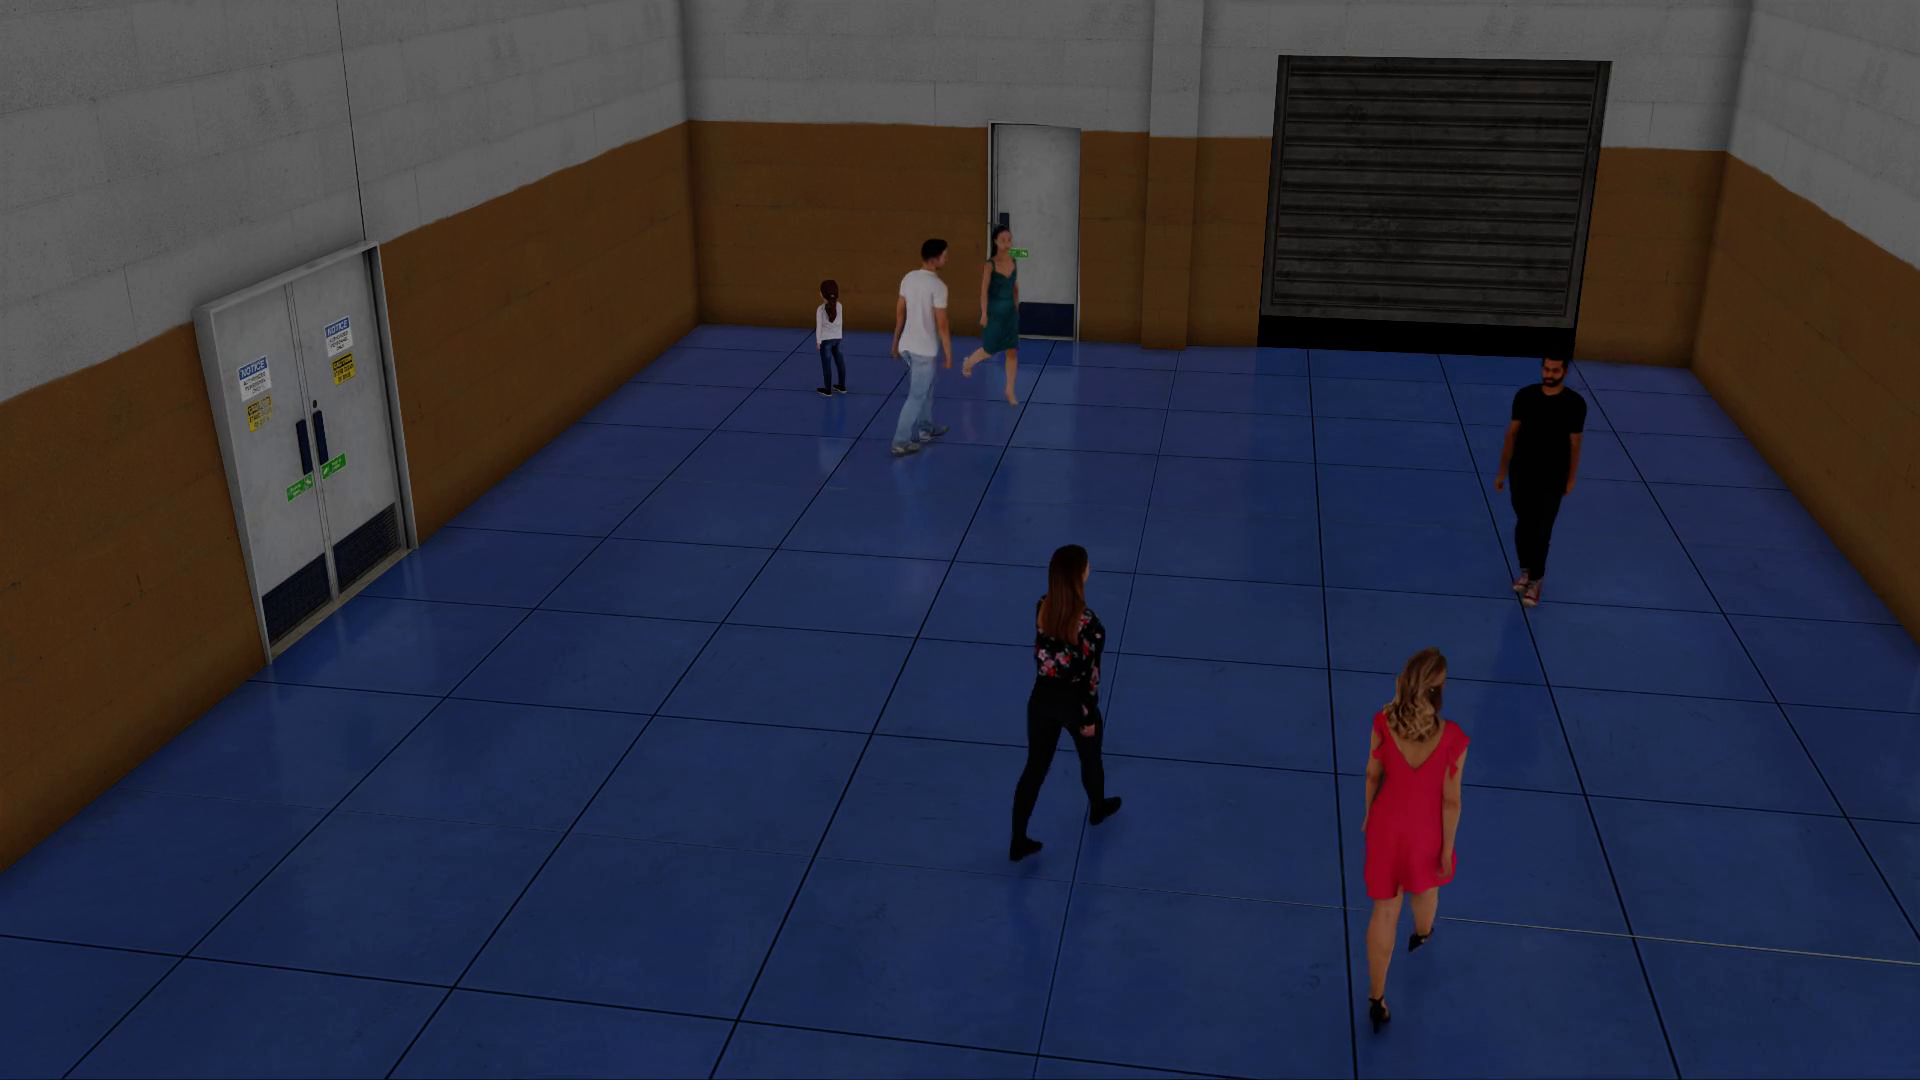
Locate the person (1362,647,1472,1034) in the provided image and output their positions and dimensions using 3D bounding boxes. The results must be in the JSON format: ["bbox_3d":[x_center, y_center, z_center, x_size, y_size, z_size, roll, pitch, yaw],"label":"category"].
[{"bbox_3d":[1.872,1.301,7.048,1.042,1.689,0.859,11,25,26],"label":"person"}]

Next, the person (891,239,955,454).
[{"bbox_3d":[-0.411,-1.618,14.140,1.048,1.818,0.998,-20,29,-40],"label":"person"}]

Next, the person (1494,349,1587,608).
[{"bbox_3d":[3.971,-0.464,11.372,0.843,1.741,0.867,15,26,32],"label":"person"}]

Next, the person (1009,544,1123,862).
[{"bbox_3d":[0.461,0.843,8.254,1.086,1.641,1.006,18,28,38],"label":"person"}]

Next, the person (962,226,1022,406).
[{"bbox_3d":[0.318,-2.099,15.543,0.972,1.665,1.029,-15,26,-32],"label":"person"}]

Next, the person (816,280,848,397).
[{"bbox_3d":[-1.233,-1.945,15.905,0.523,1.110,0.578,-18,28,-37],"label":"person"}]
